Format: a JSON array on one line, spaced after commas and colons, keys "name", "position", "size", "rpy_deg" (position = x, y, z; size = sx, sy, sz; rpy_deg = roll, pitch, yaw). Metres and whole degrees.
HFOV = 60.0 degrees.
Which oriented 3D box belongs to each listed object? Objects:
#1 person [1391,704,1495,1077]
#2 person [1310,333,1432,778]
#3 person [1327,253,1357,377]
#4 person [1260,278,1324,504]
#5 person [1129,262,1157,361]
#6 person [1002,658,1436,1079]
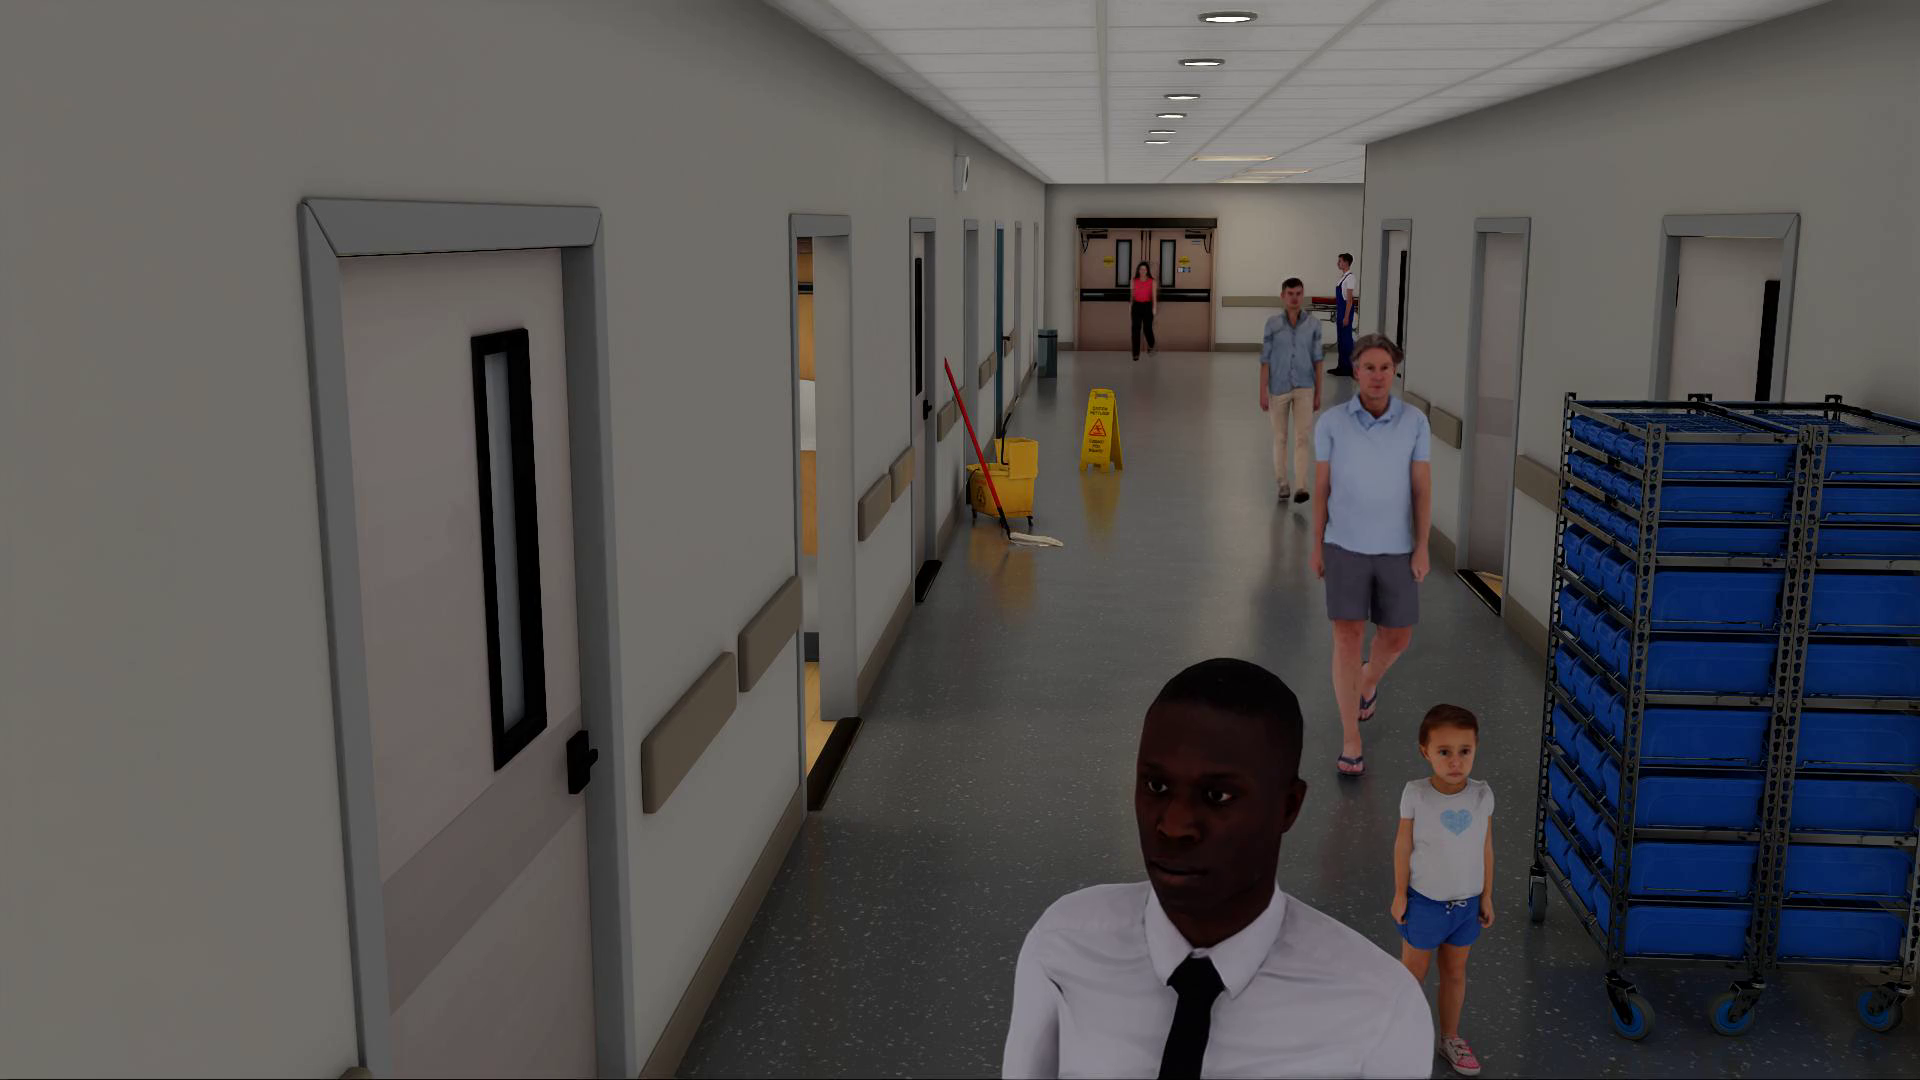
[{"name": "person", "position": [1.302, 0.936, 4.488], "size": [0.435, 1.019, 0.439], "rpy_deg": [0, 11, -1]}, {"name": "person", "position": [1.746, 0.039, 7.096], "size": [0.674, 1.809, 1.060], "rpy_deg": [1, 11, 8]}, {"name": "person", "position": [5.856, -3.434, 25.287], "size": [0.710, 1.850, 0.532], "rpy_deg": [0, 11, -2]}, {"name": "person", "position": [2.726, -1.225, 13.732], "size": [0.712, 1.817, 1.105], "rpy_deg": [2, 11, 8]}, {"name": "person", "position": [3.073, -3.831, 27.948], "size": [0.689, 1.638, 0.940], "rpy_deg": [3, 11, 17]}, {"name": "person", "position": [0.267, 1.018, 1.861], "size": [0.697, 1.837, 0.638], "rpy_deg": [4, 12, 21]}]
